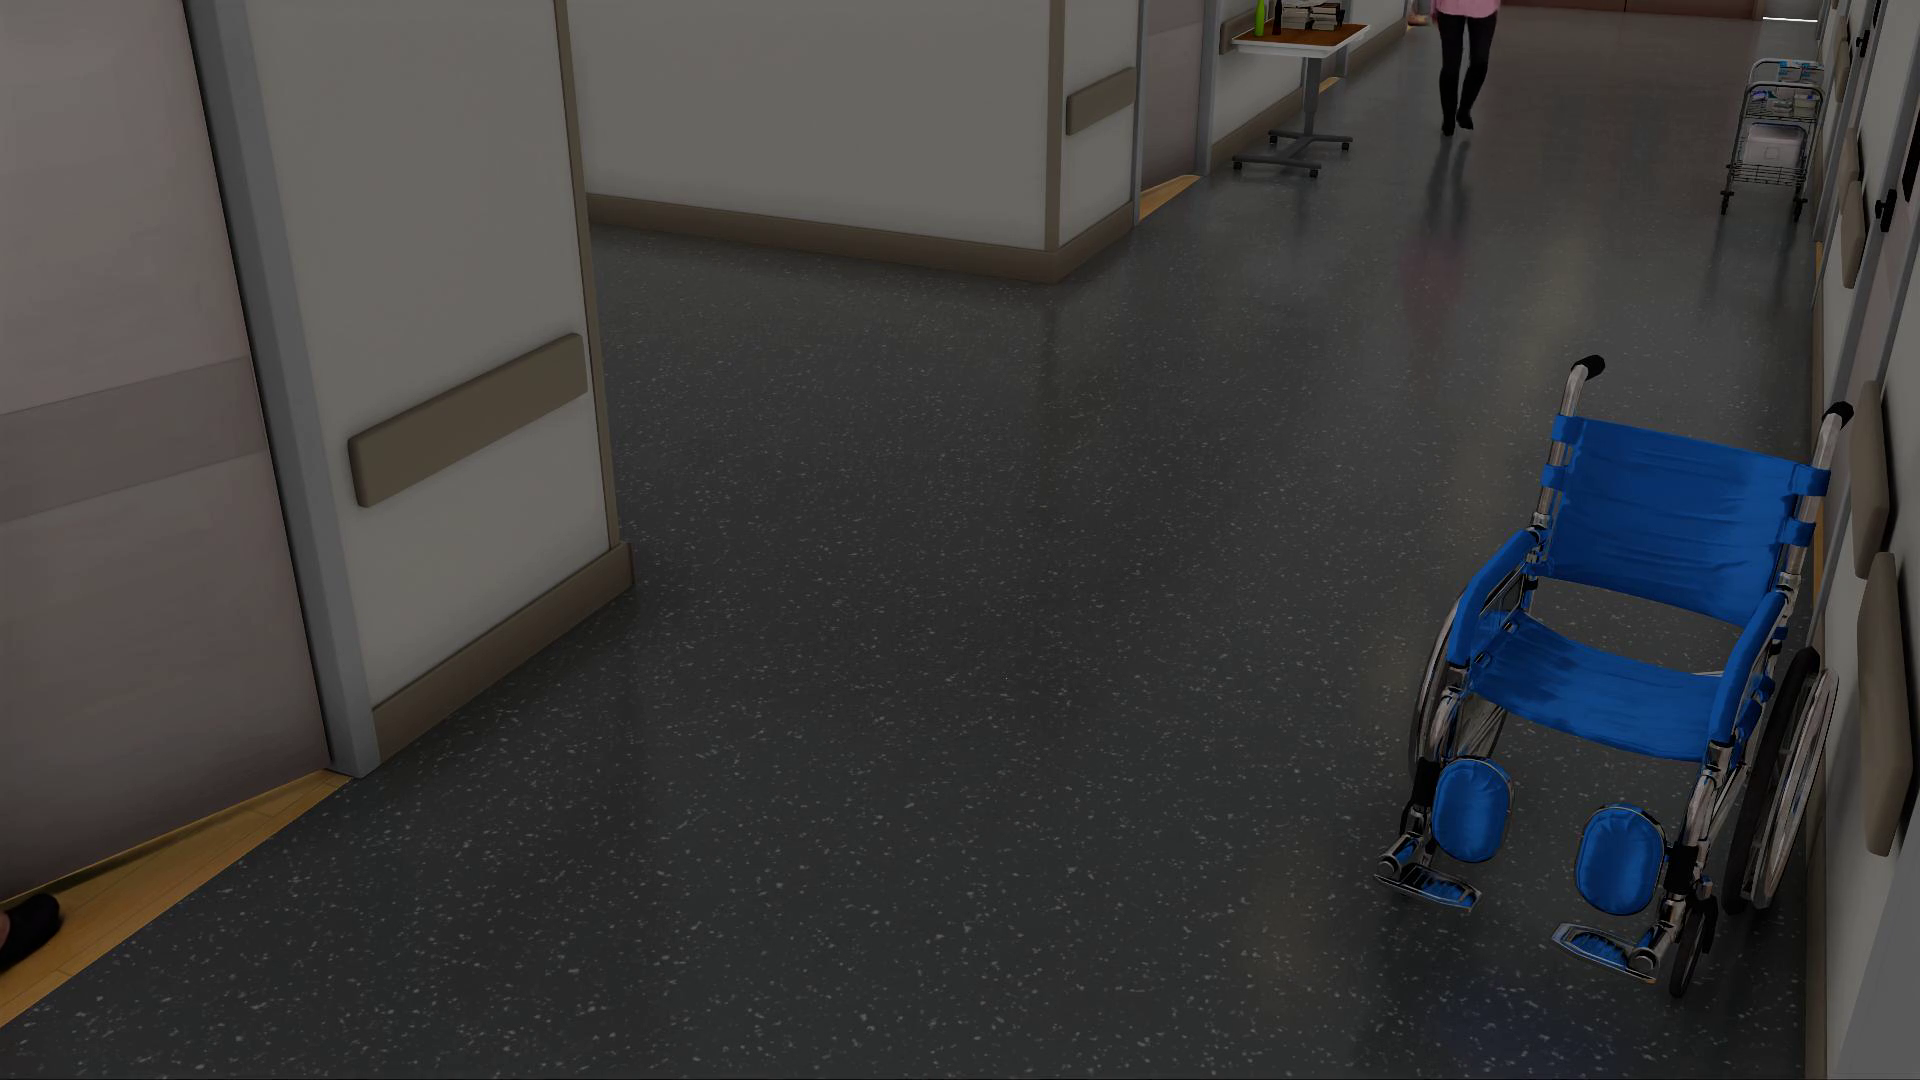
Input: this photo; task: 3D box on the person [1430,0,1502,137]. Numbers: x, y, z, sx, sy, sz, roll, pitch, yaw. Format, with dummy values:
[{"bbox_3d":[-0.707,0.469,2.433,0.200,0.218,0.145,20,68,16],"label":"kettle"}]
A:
[{"bbox_3d":[3.383,-3.544,11.114,0.652,1.681,0.658,8,27,17],"label":"person"}]
